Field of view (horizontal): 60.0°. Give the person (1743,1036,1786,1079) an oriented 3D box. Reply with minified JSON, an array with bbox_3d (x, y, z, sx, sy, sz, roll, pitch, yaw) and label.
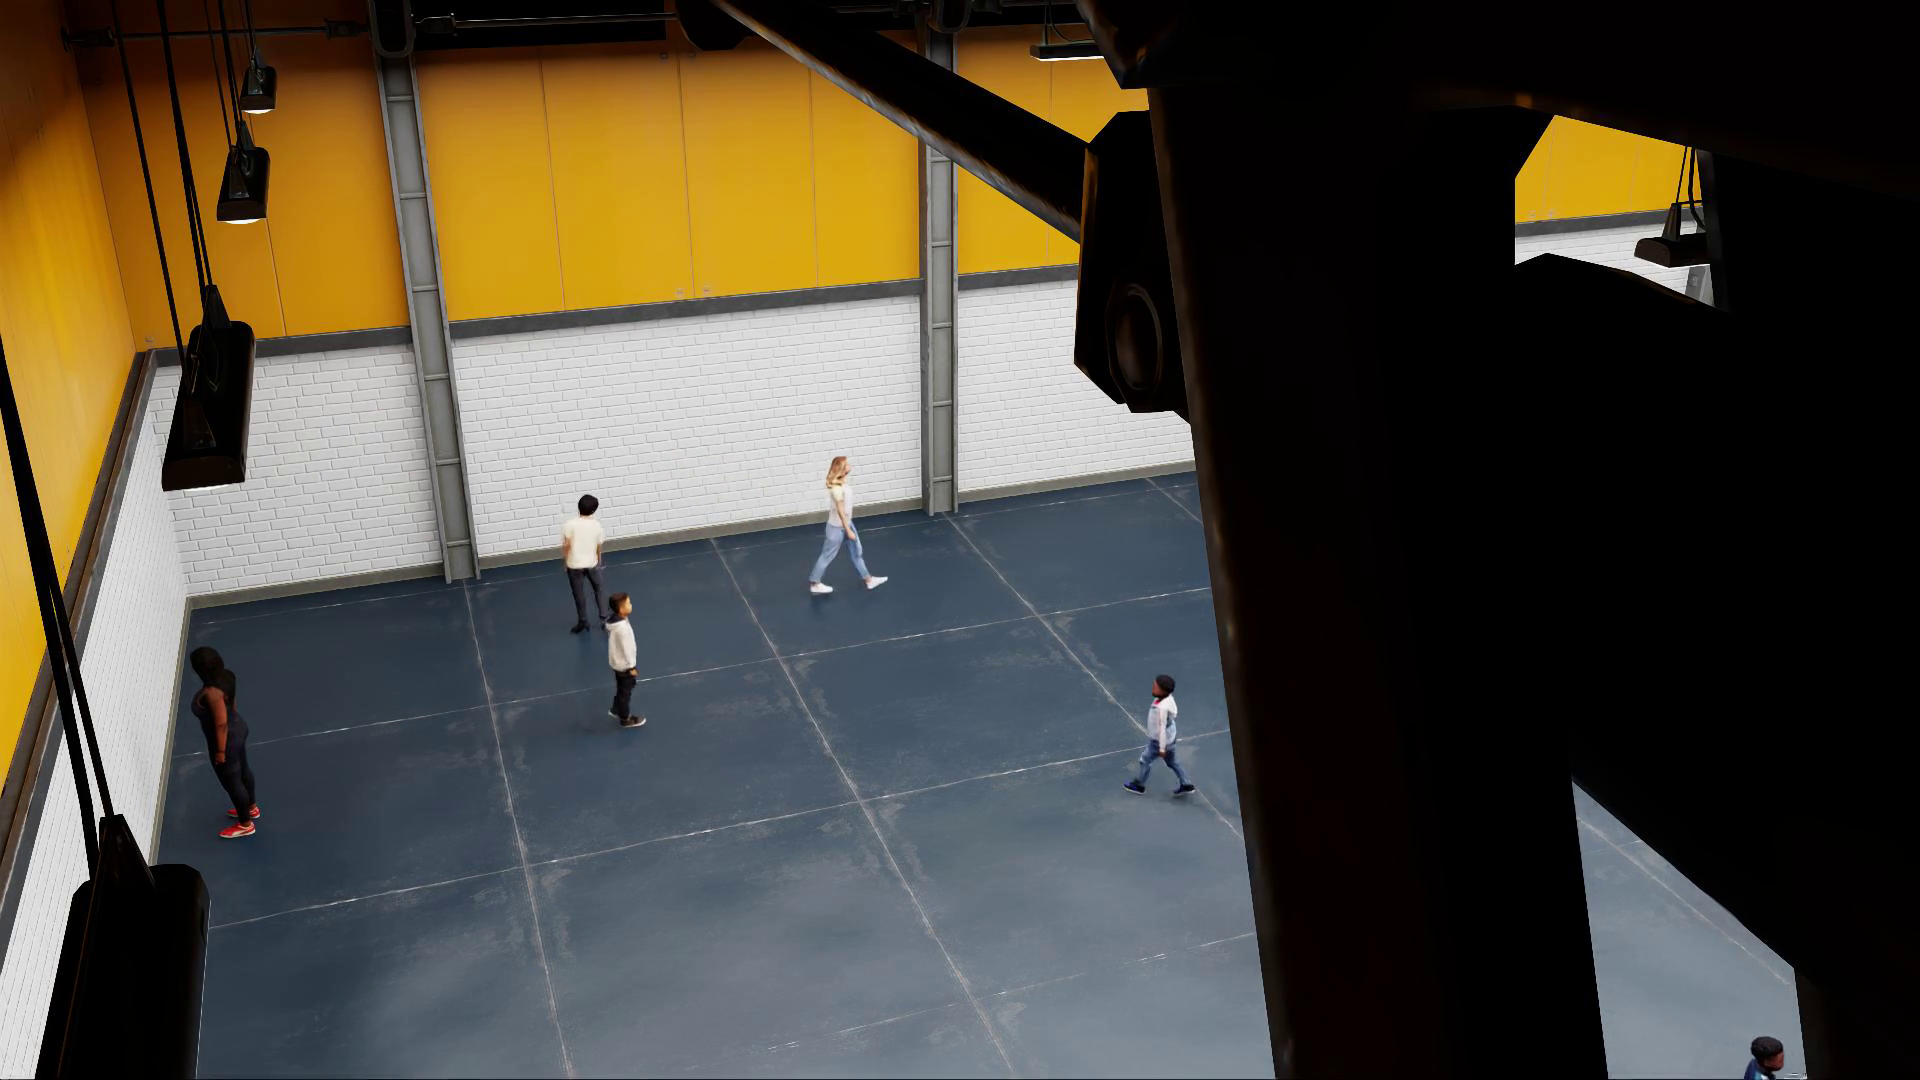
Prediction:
[{"bbox_3d":[5.032,3.687,10.713,0.956,1.234,0.821,6,24,14],"label":"person"}]

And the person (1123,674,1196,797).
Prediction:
[{"bbox_3d":[1.889,1.787,15.051,0.911,1.240,0.830,9,25,21],"label":"person"}]

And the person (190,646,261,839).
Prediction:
[{"bbox_3d":[-6.383,1.724,14.480,0.688,1.814,0.717,-3,24,-7],"label":"person"}]

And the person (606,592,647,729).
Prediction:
[{"bbox_3d":[-3.344,1.179,16.181,0.574,1.449,0.600,-7,25,-16],"label":"person"}]

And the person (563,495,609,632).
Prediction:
[{"bbox_3d":[-4.122,0.281,18.090,0.504,1.566,0.720,-21,31,-40],"label":"person"}]

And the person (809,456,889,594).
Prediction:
[{"bbox_3d":[-1.466,-0.114,18.870,1.218,1.665,0.913,0,24,1],"label":"person"}]
